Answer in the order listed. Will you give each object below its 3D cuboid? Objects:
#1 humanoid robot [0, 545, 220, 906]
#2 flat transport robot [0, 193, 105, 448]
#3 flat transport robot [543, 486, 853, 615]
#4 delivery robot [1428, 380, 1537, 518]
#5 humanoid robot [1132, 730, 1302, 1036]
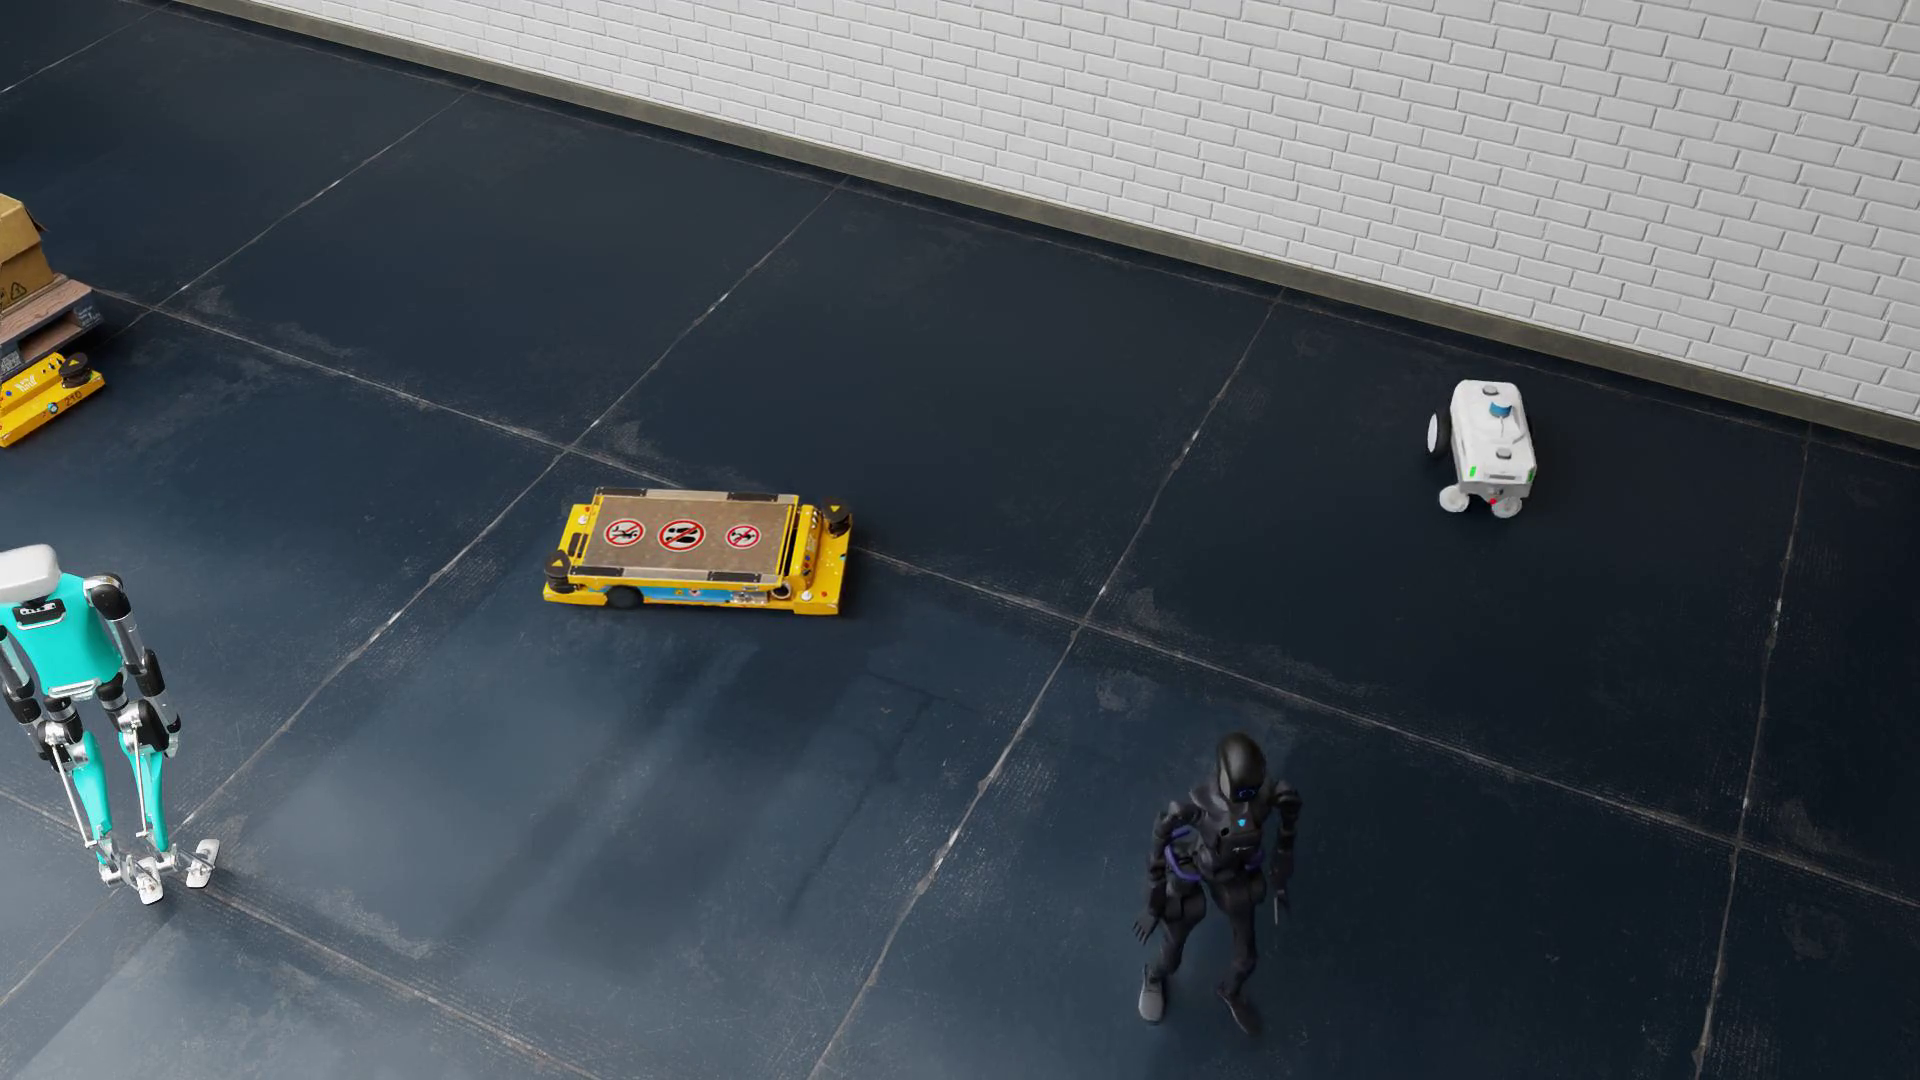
[{"bbox_3d":[-3.201,0.826,6.190,0.533,1.673,0.735,-12,44,-12],"label":"humanoid robot"},{"bbox_3d":[-5.555,-0.986,9.319,1.431,0.231,0.659,22,47,22],"label":"flat transport robot"},{"bbox_3d":[-1.277,0.053,8.199,1.431,0.231,0.659,2,43,3],"label":"flat transport robot"},{"bbox_3d":[2.729,-0.502,8.586,0.503,0.594,0.765,4,43,4],"label":"delivery robot"},{"bbox_3d":[0.903,1.201,5.928,0.589,1.638,0.384,-10,44,-11],"label":"humanoid robot"}]
